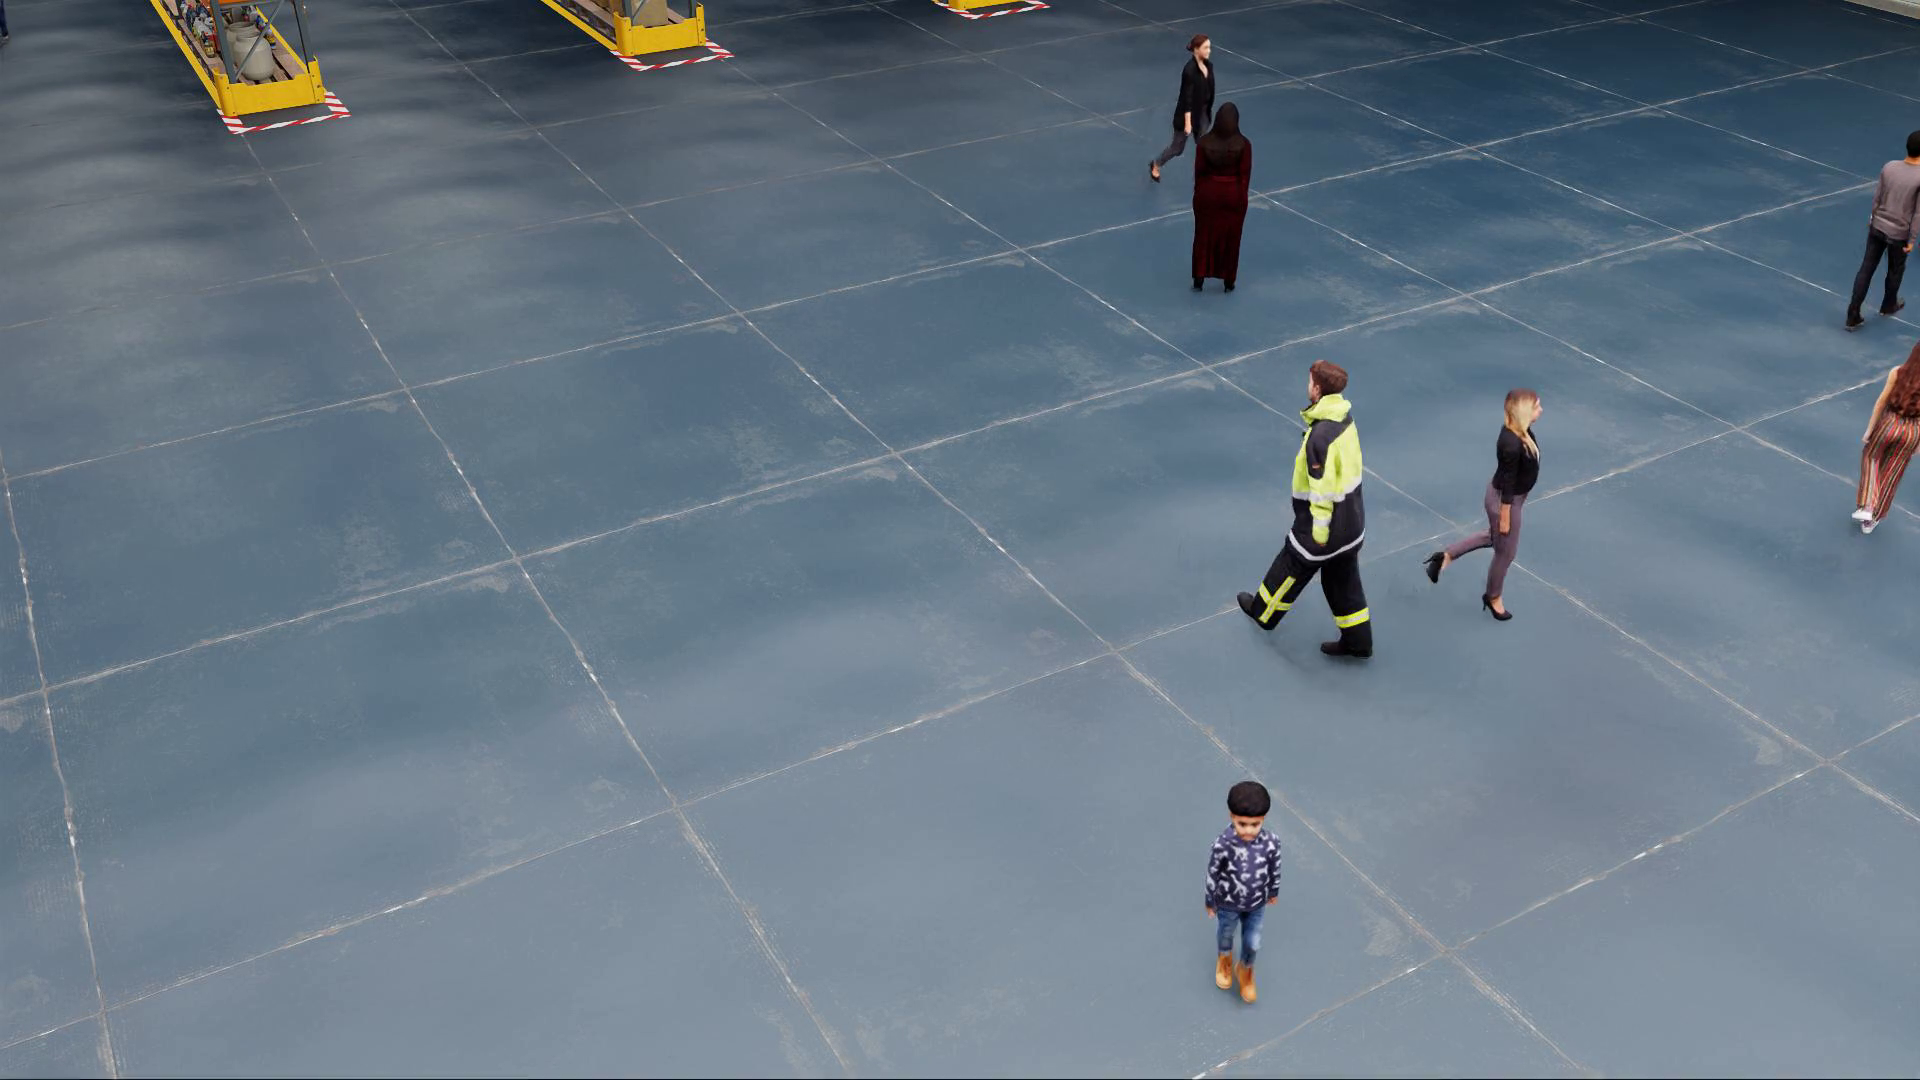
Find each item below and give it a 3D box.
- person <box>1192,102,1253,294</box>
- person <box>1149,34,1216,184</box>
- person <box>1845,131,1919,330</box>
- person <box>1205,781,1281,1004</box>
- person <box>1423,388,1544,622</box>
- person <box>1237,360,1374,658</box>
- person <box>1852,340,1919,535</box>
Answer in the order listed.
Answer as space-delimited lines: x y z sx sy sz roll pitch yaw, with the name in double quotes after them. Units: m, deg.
2.363 -3.089 15.070 0.762 1.752 0.815 7 33 11 "person"
2.317 -4.336 17.107 1.142 1.688 0.851 26 40 34 "person"
7.984 -2.647 14.378 0.934 1.743 0.790 15 35 22 "person"
1.356 1.649 8.039 0.615 1.240 0.660 1 32 1 "person"
3.384 -0.227 10.622 0.952 1.657 0.883 9 33 15 "person"
2.317 -0.099 10.173 1.322 1.919 1.142 14 35 21 "person"
6.484 -0.710 11.491 0.728 1.548 0.778 16 36 24 "person"
